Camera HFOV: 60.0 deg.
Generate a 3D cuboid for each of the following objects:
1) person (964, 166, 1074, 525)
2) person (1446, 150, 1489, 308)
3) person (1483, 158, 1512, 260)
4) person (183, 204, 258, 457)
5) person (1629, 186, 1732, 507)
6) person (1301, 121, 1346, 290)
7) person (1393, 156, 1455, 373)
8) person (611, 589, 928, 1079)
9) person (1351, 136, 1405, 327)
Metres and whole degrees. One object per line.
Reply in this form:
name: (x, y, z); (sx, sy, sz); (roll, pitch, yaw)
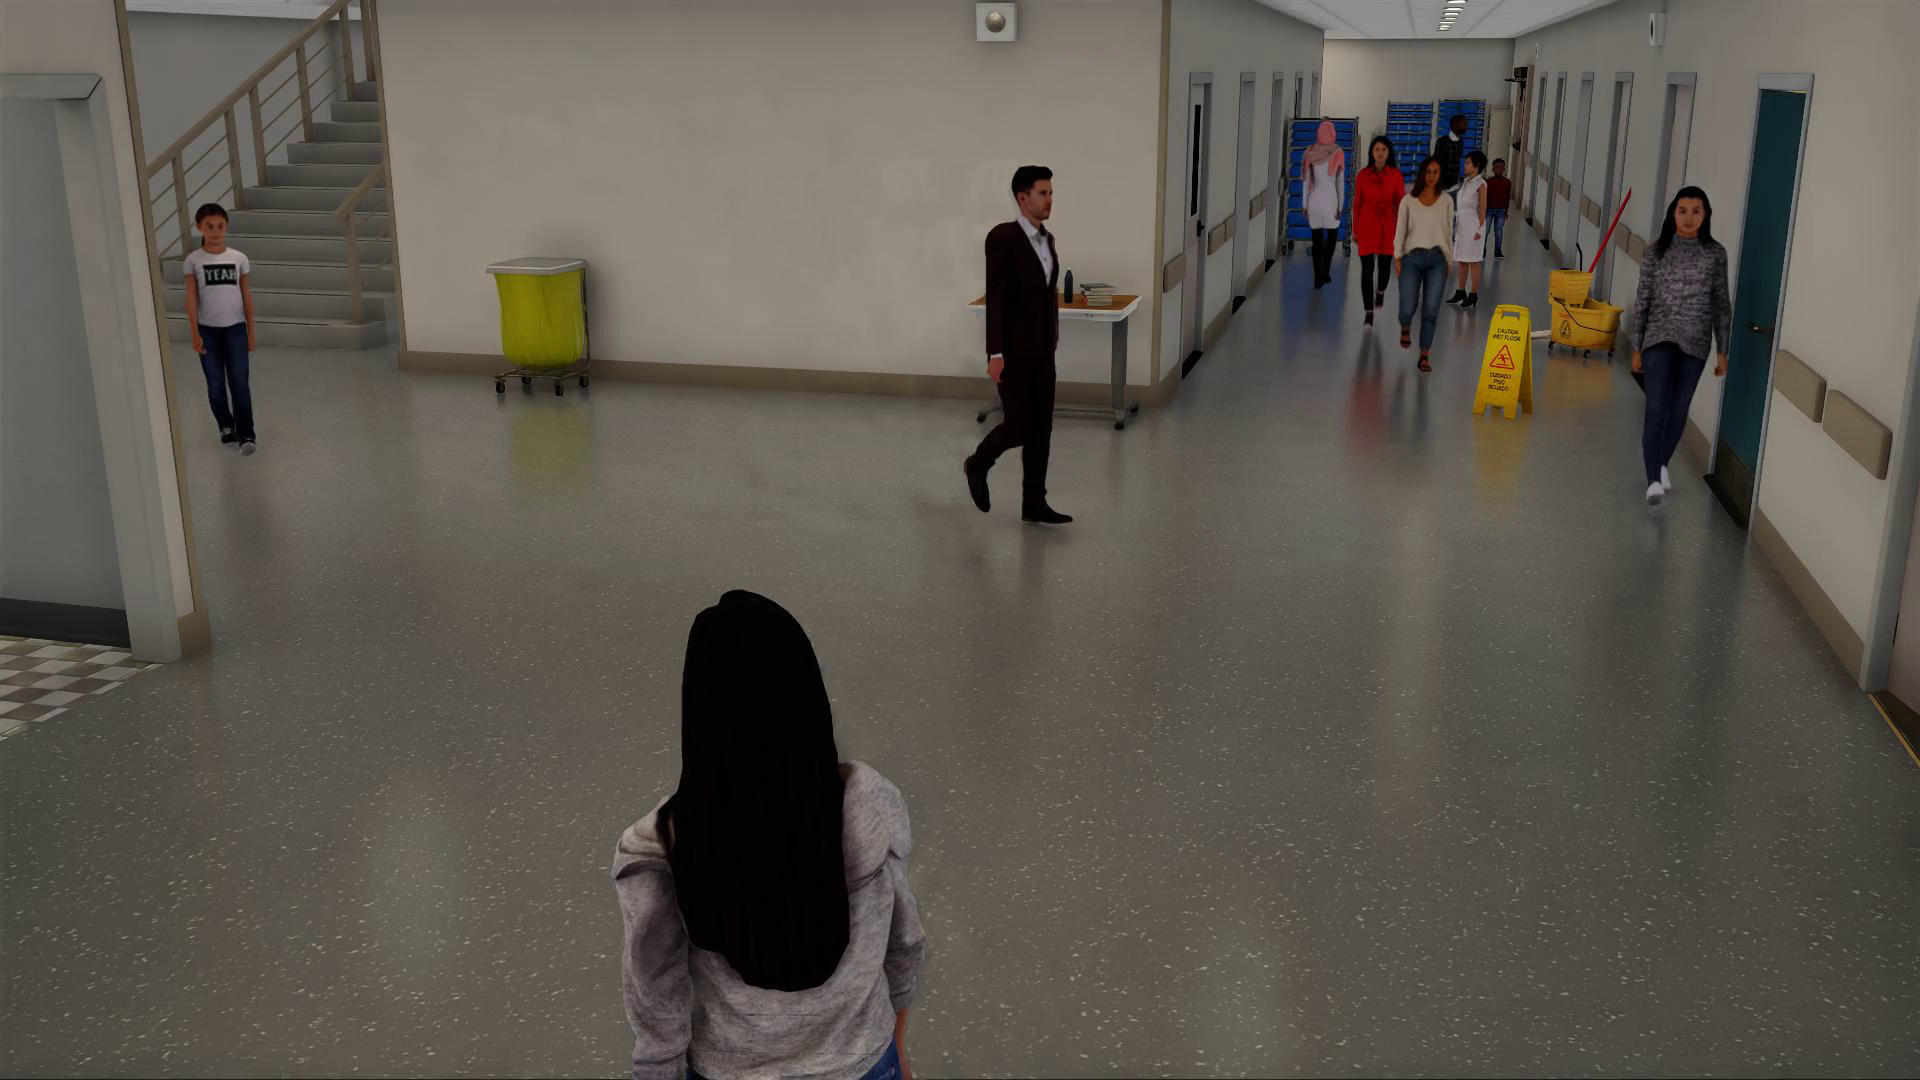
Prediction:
person: (0.275, -0.999, 8.656); (0.981, 1.856, 0.980); (14, 21, 40)
person: (5.189, -3.165, 16.891); (0.698, 1.556, 0.596); (-4, 16, -13)
person: (6.823, -4.228, 21.214); (0.537, 1.256, 0.532); (1, 16, 4)
person: (-4.601, -1.290, 10.317); (0.998, 1.513, 1.095); (-8, 18, -26)
person: (3.944, -1.052, 9.155); (0.642, 1.687, 1.115); (4, 16, 15)
person: (3.927, -3.624, 18.077); (0.635, 1.795, 0.669); (5, 17, 18)
person: (3.699, -2.209, 13.307); (0.678, 1.661, 0.924); (2, 16, 8)
person: (-0.208, 0.896, 2.413); (0.964, 1.595, 1.151); (-4, 16, -15)
person: (3.882, -2.871, 15.514); (0.624, 1.737, 0.795); (5, 16, 17)
